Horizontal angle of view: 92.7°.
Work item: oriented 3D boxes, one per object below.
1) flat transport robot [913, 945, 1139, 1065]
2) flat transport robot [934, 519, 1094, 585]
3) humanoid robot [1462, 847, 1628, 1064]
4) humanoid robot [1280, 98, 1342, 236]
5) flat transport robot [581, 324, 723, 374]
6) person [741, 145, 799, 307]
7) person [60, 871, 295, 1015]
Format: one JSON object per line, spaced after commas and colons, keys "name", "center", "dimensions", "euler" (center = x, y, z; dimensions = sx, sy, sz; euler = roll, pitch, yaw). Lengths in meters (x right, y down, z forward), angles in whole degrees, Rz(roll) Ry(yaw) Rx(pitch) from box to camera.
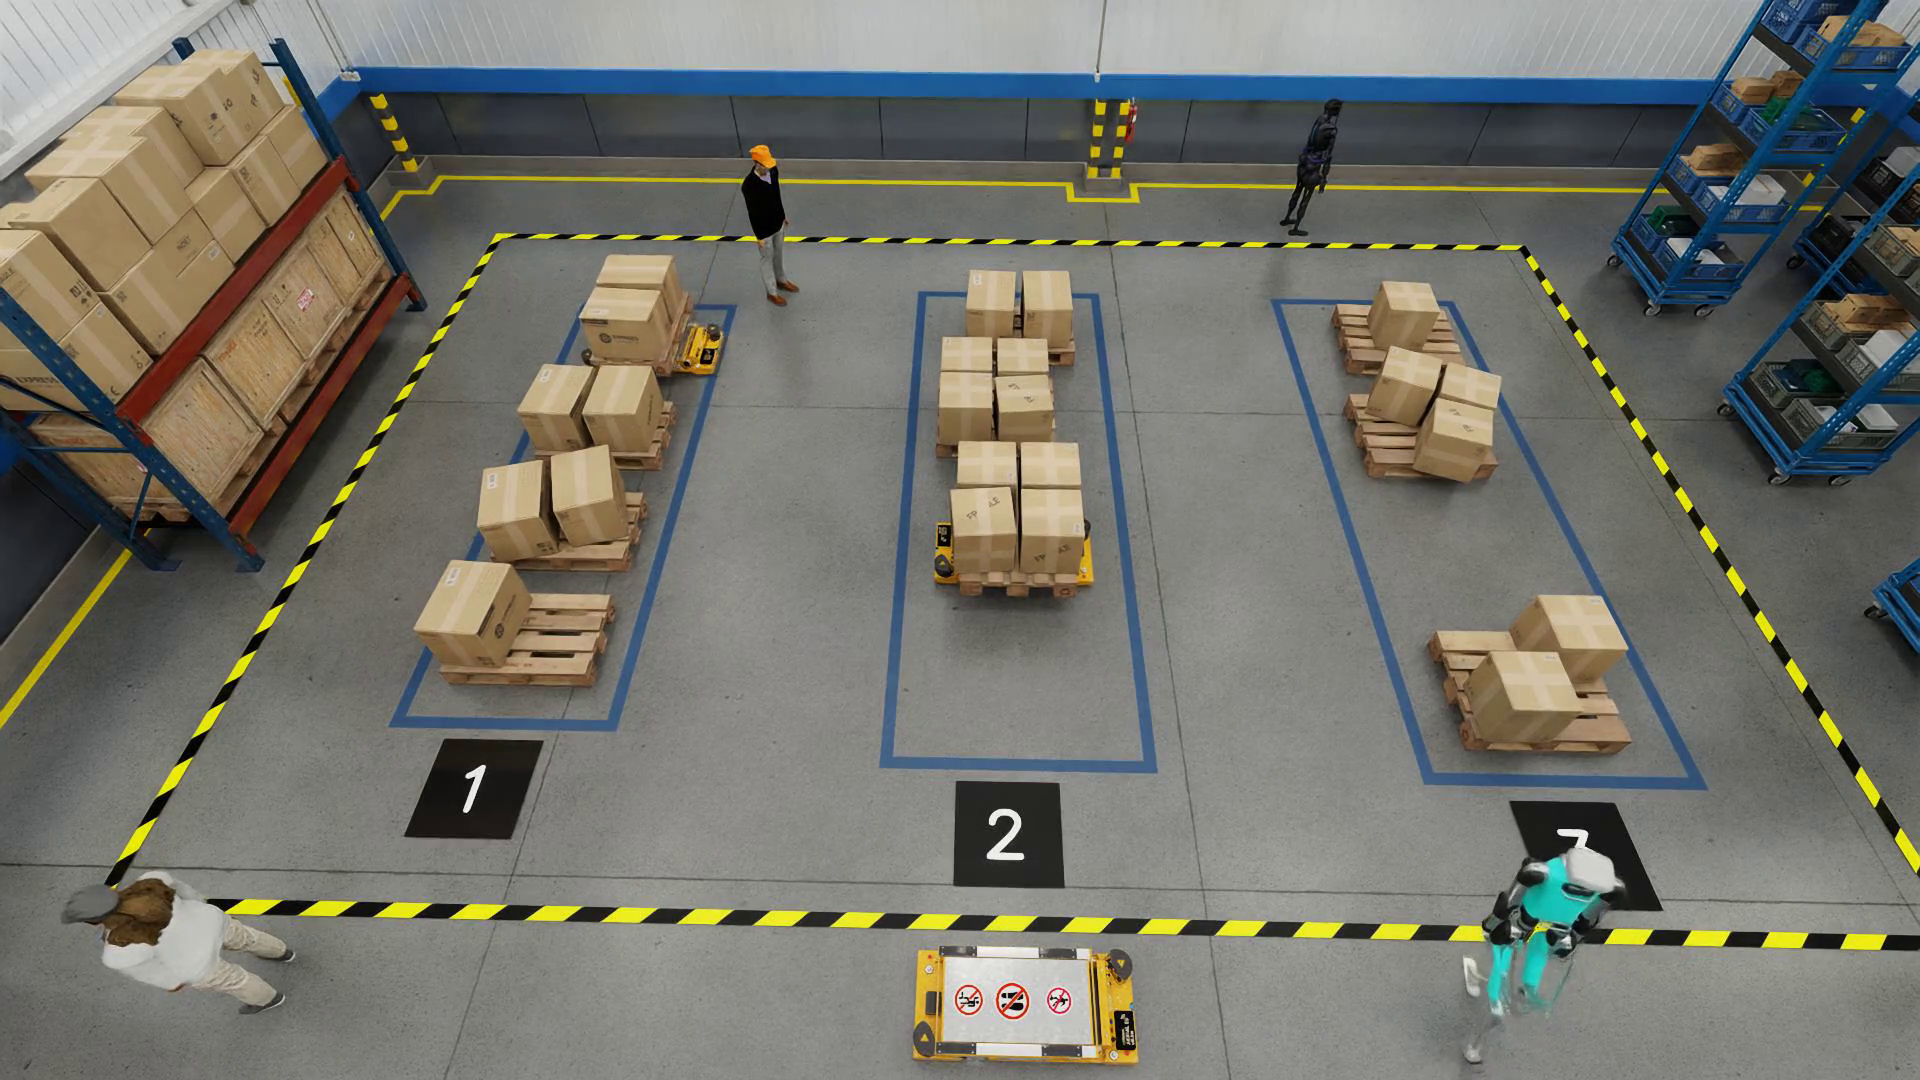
{"name": "flat transport robot", "center": [0.422, 3.041, 6.007], "dimensions": [1.431, 0.231, 0.659], "euler": [1, 51, 1]}
{"name": "flat transport robot", "center": [0.490, 0.087, 8.397], "dimensions": [1.431, 0.197, 0.652], "euler": [1, 51, 1]}
{"name": "humanoid robot", "center": [3.402, 2.594, 5.465], "dimensions": [0.559, 1.812, 0.941], "euler": [10, 51, 8]}
{"name": "humanoid robot", "center": [4.359, -4.611, 11.326], "dimensions": [0.315, 1.657, 0.599], "euler": [-7, 51, -6]}
{"name": "flat transport robot", "center": [-3.425, -2.147, 10.218], "dimensions": [1.431, 0.197, 0.652], "euler": [1, 51, 1]}
{"name": "person", "center": [-2.137, -3.551, 10.344], "dimensions": [0.388, 1.878, 0.585], "euler": [20, 54, 16]}
{"name": "person", "center": [-4.637, 2.433, 5.533], "dimensions": [0.399, 1.769, 0.560], "euler": [-7, 51, -5]}
